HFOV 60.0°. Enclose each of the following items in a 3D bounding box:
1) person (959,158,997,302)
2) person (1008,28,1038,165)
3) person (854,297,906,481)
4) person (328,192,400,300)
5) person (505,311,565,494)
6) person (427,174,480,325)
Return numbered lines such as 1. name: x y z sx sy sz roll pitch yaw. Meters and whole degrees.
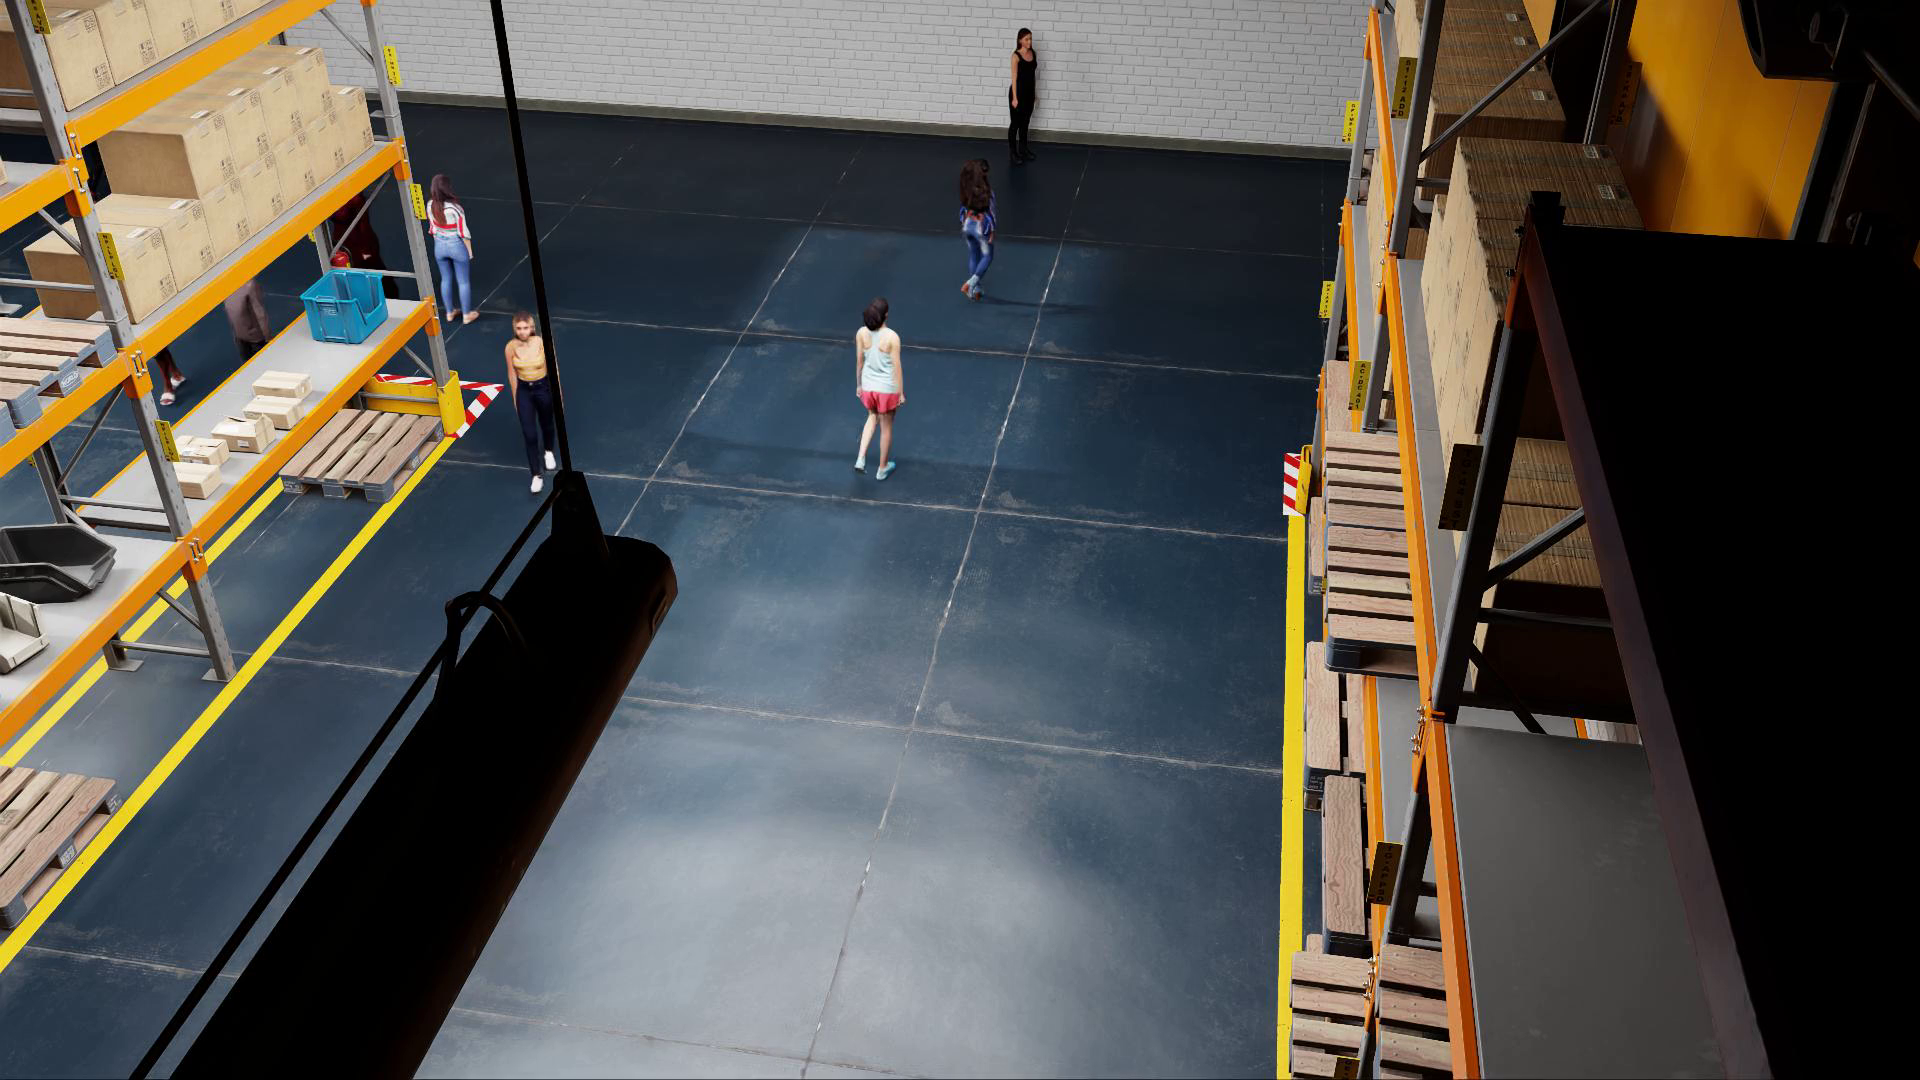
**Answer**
1. person: 0.146 -3.248 17.611 0.758 1.609 0.845 19 38 26
2. person: 0.797 -5.678 21.196 0.664 1.688 0.742 -27 42 -35
3. person: -0.734 -1.270 14.503 0.702 1.757 0.848 16 37 22
4. person: -6.207 -3.088 17.284 0.797 1.705 1.149 12 35 17
5. person: -3.741 -1.306 14.702 0.809 1.596 1.072 -6 34 -9
6. person: -5.289 -3.021 17.270 0.596 1.609 0.506 8 34 11
